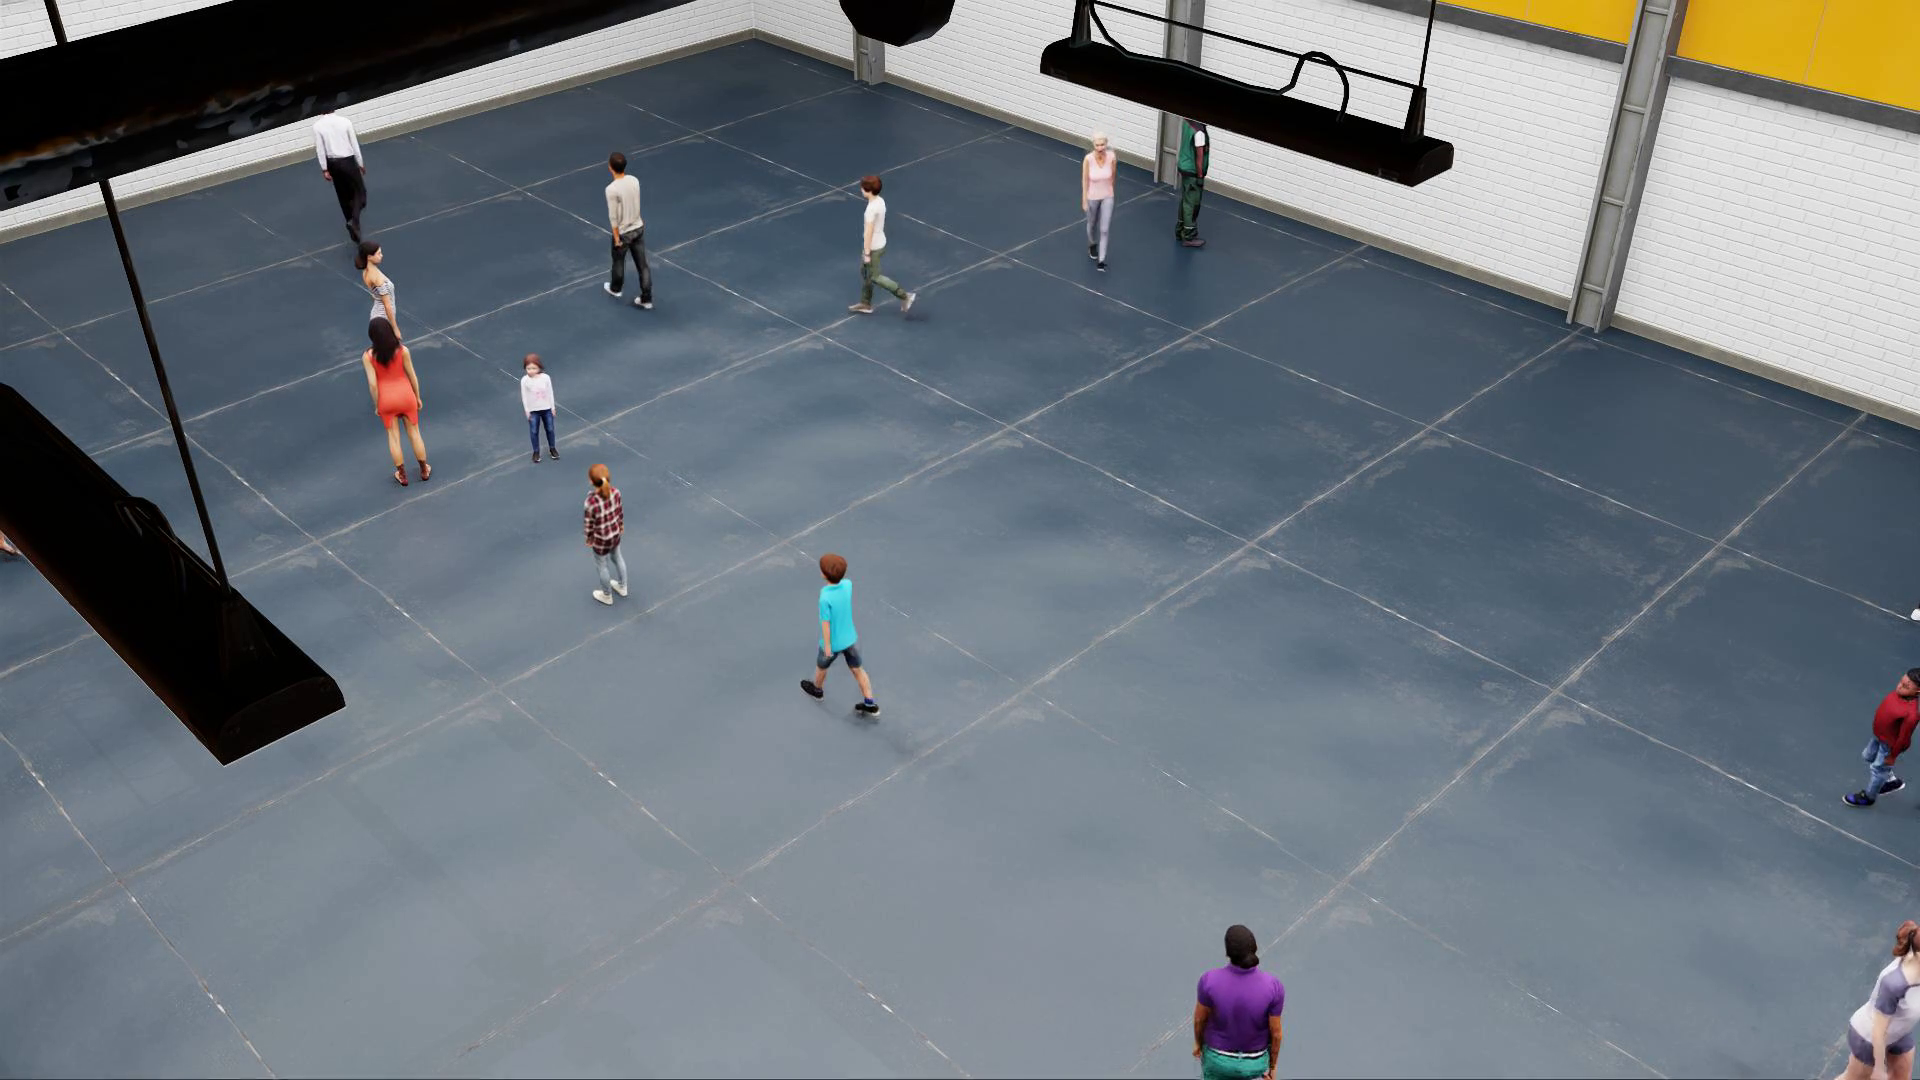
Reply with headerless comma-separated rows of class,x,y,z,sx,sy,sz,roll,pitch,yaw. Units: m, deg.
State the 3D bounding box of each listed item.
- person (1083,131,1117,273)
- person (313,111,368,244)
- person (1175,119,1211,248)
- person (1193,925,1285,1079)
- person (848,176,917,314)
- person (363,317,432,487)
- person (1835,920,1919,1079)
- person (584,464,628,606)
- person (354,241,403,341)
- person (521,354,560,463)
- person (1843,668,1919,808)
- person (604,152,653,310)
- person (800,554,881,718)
person,1.643,-4.051,19.641,1.085,1.681,1.118,0,34,0
person,-7.472,-4.456,20.130,1.009,1.816,1.148,-6,34,-9
person,2.826,-4.479,20.143,0.840,1.838,0.733,-6,34,-9
person,1.524,2.910,9.129,0.966,1.725,1.016,4,34,6
person,-0.874,-3.233,18.456,1.091,1.631,0.949,5,34,7
person,-5.237,-1.294,15.456,0.654,1.722,0.640,-14,36,-20
person,5.121,2.724,9.388,0.680,1.748,0.683,-21,39,-29
person,-2.974,-0.059,13.974,0.522,1.306,0.537,26,41,33
person,-5.760,-2.133,16.627,0.702,1.824,0.543,-20,38,-27
person,-4.052,-1.293,16.005,0.514,1.114,0.550,-11,35,-16
person,6.680,1.413,11.817,0.729,1.243,0.658,7,34,10
person,-3.650,-3.433,18.622,0.975,1.780,0.657,28,43,35
person,-0.867,0.755,12.652,0.970,1.415,0.559,26,41,33
